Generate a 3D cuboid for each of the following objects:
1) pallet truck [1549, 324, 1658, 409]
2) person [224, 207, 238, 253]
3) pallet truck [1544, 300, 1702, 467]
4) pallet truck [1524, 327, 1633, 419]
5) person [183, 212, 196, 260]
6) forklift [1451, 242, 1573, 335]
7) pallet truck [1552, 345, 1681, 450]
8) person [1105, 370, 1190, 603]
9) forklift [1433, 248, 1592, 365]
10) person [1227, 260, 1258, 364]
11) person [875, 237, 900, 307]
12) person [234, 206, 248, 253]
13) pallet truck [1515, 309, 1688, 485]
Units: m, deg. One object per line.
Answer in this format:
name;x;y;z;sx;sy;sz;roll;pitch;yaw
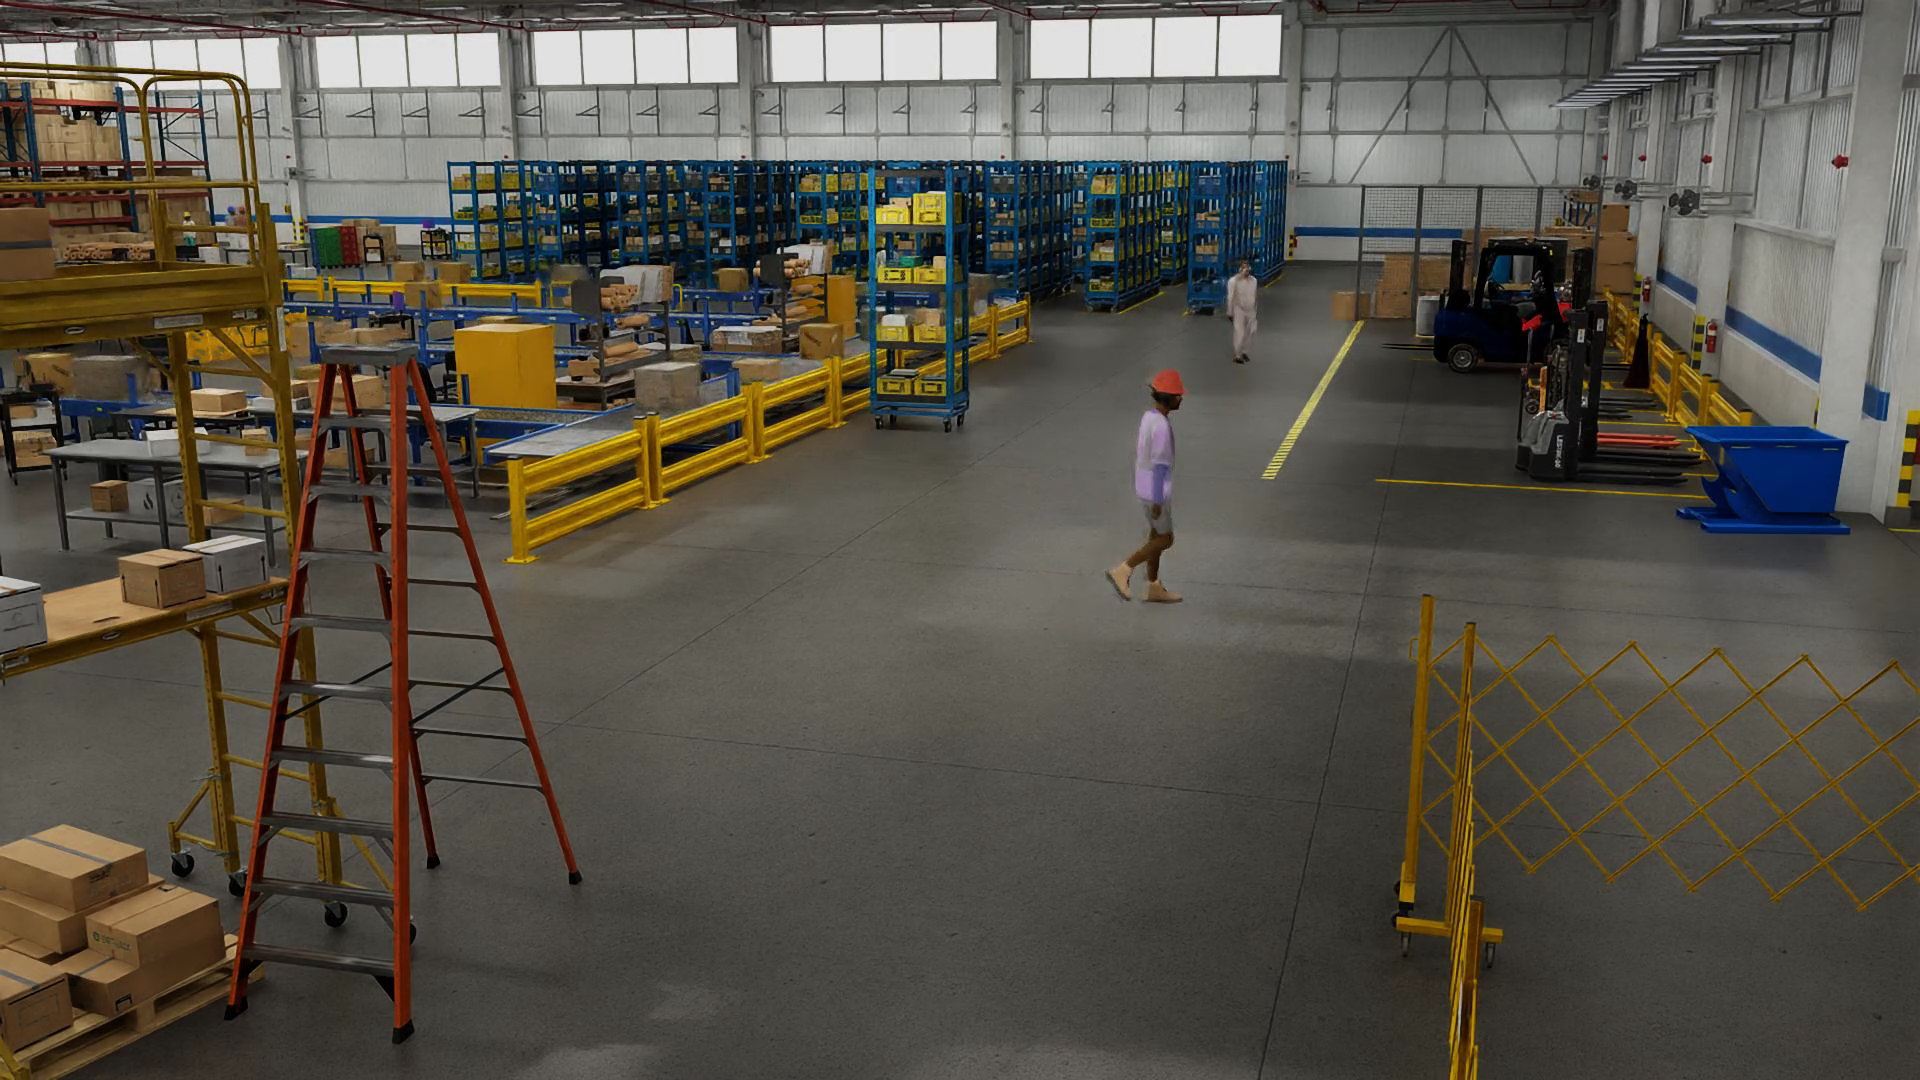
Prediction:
pallet truck;9.824;-2.669;25.407;1.601;1.201;0.680;4;14;16
person;-26.865;-11.357;61.474;0.609;1.892;0.994;0;13;2
pallet truck;8.263;-1.952;20.631;1.885;1.965;0.823;5;14;20
pallet truck;9.065;-2.460;24.370;1.522;1.261;0.704;3;13;14
person;-27.775;-10.932;59.924;0.533;1.768;0.311;4;14;17
forklift;10.464;-4.597;31.405;2.680;1.987;1.157;4;14;16
pallet truck;8.641;-1.896;21.908;1.630;1.274;0.653;4;14;16
person;1.599;-0.425;13.988;0.611;2.029;0.618;-1;13;-3
forklift;9.780;-4.111;29.280;2.680;1.987;1.157;3;13;14
person;5.199;-4.173;30.460;0.668;1.887;0.441;-6;14;-25
person;-1.755;-6.365;40.073;0.603;1.827;0.403;-5;14;-22
person;-26.064;-11.164;60.558;0.639;1.944;1.041;0;13;-2
pallet truck;7.554;-1.677;19.446;1.885;1.965;0.823;3;13;14
